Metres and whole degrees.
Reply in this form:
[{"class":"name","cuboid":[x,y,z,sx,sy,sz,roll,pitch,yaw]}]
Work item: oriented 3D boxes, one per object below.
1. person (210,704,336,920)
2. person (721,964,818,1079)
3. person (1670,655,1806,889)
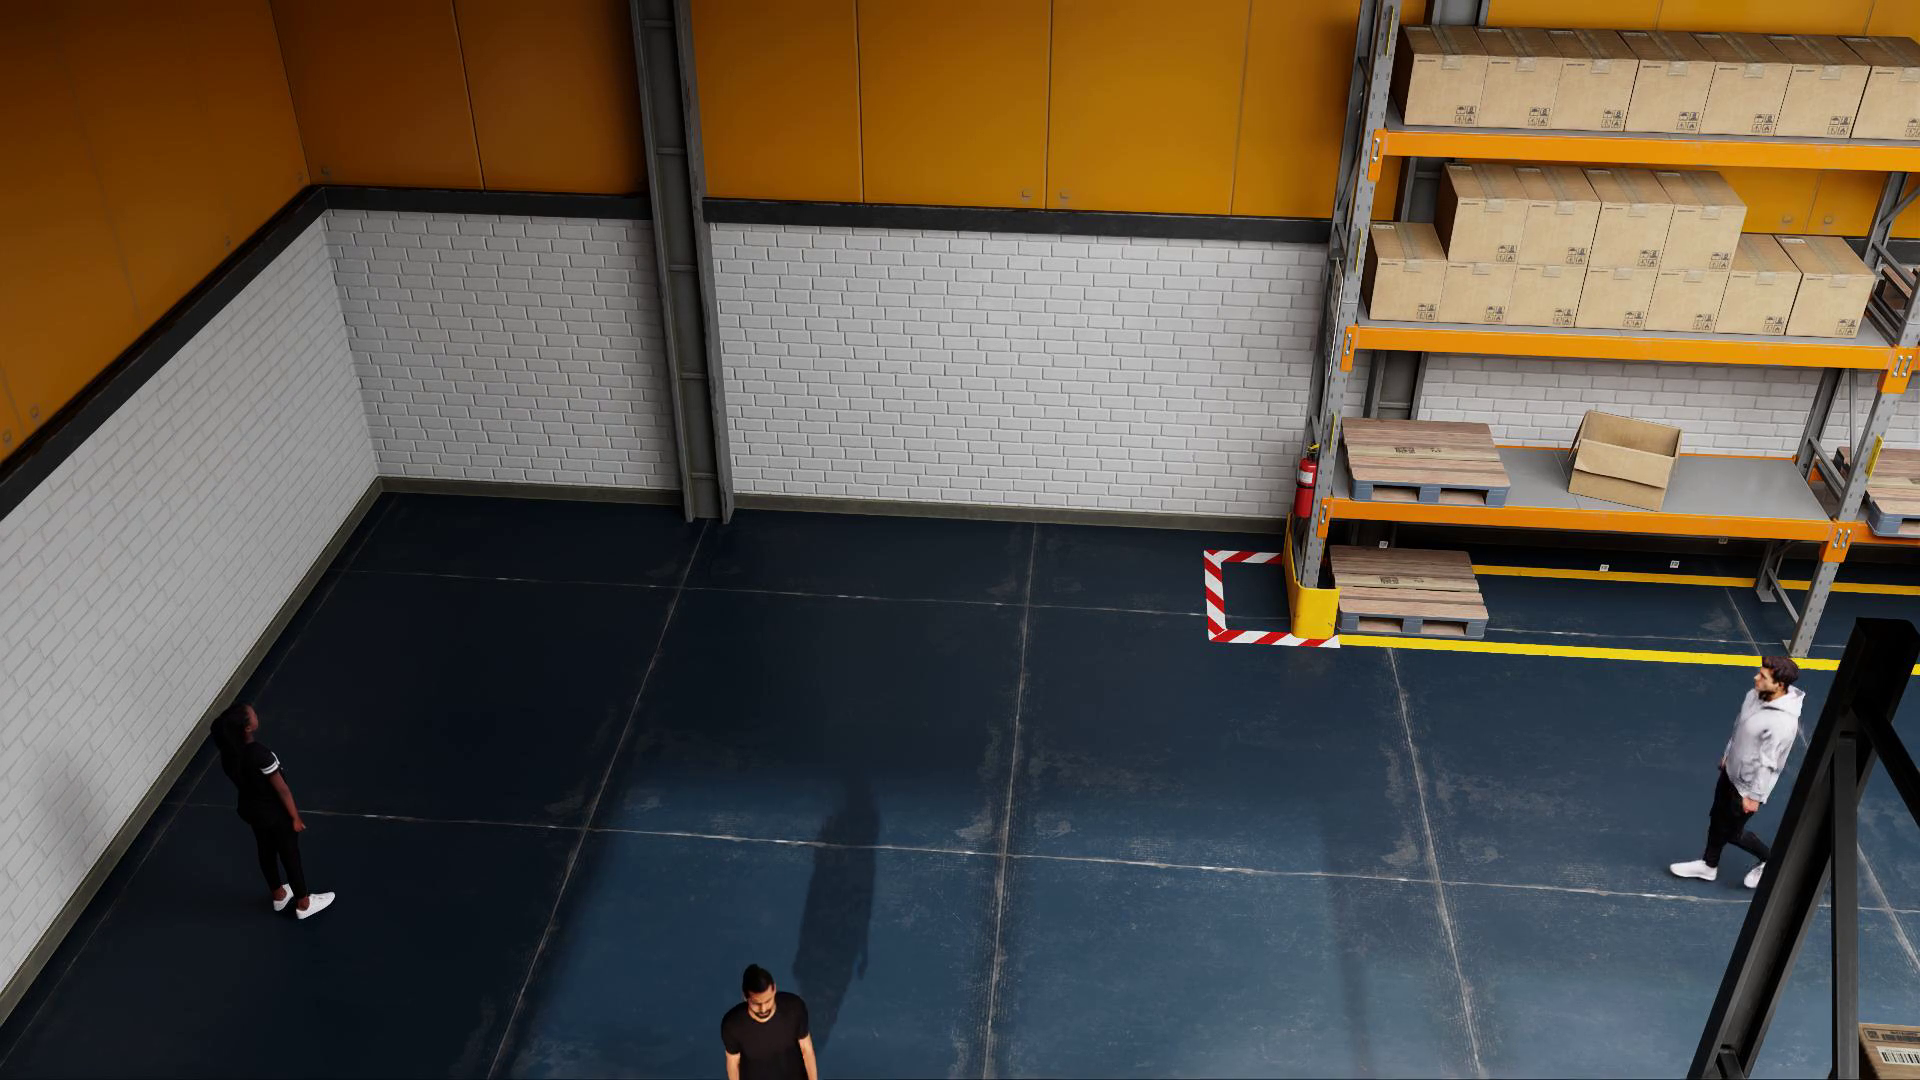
[{"class":"person","cuboid":[-4.492,1.750,10.799,0.642,1.729,0.754,16,37,22]},{"class":"person","cuboid":[-1.023,2.903,9.053,1.134,1.743,1.058,-16,37,-22]},{"class":"person","cuboid":[5.267,1.558,10.923,0.910,1.913,0.706,1,34,2]}]
